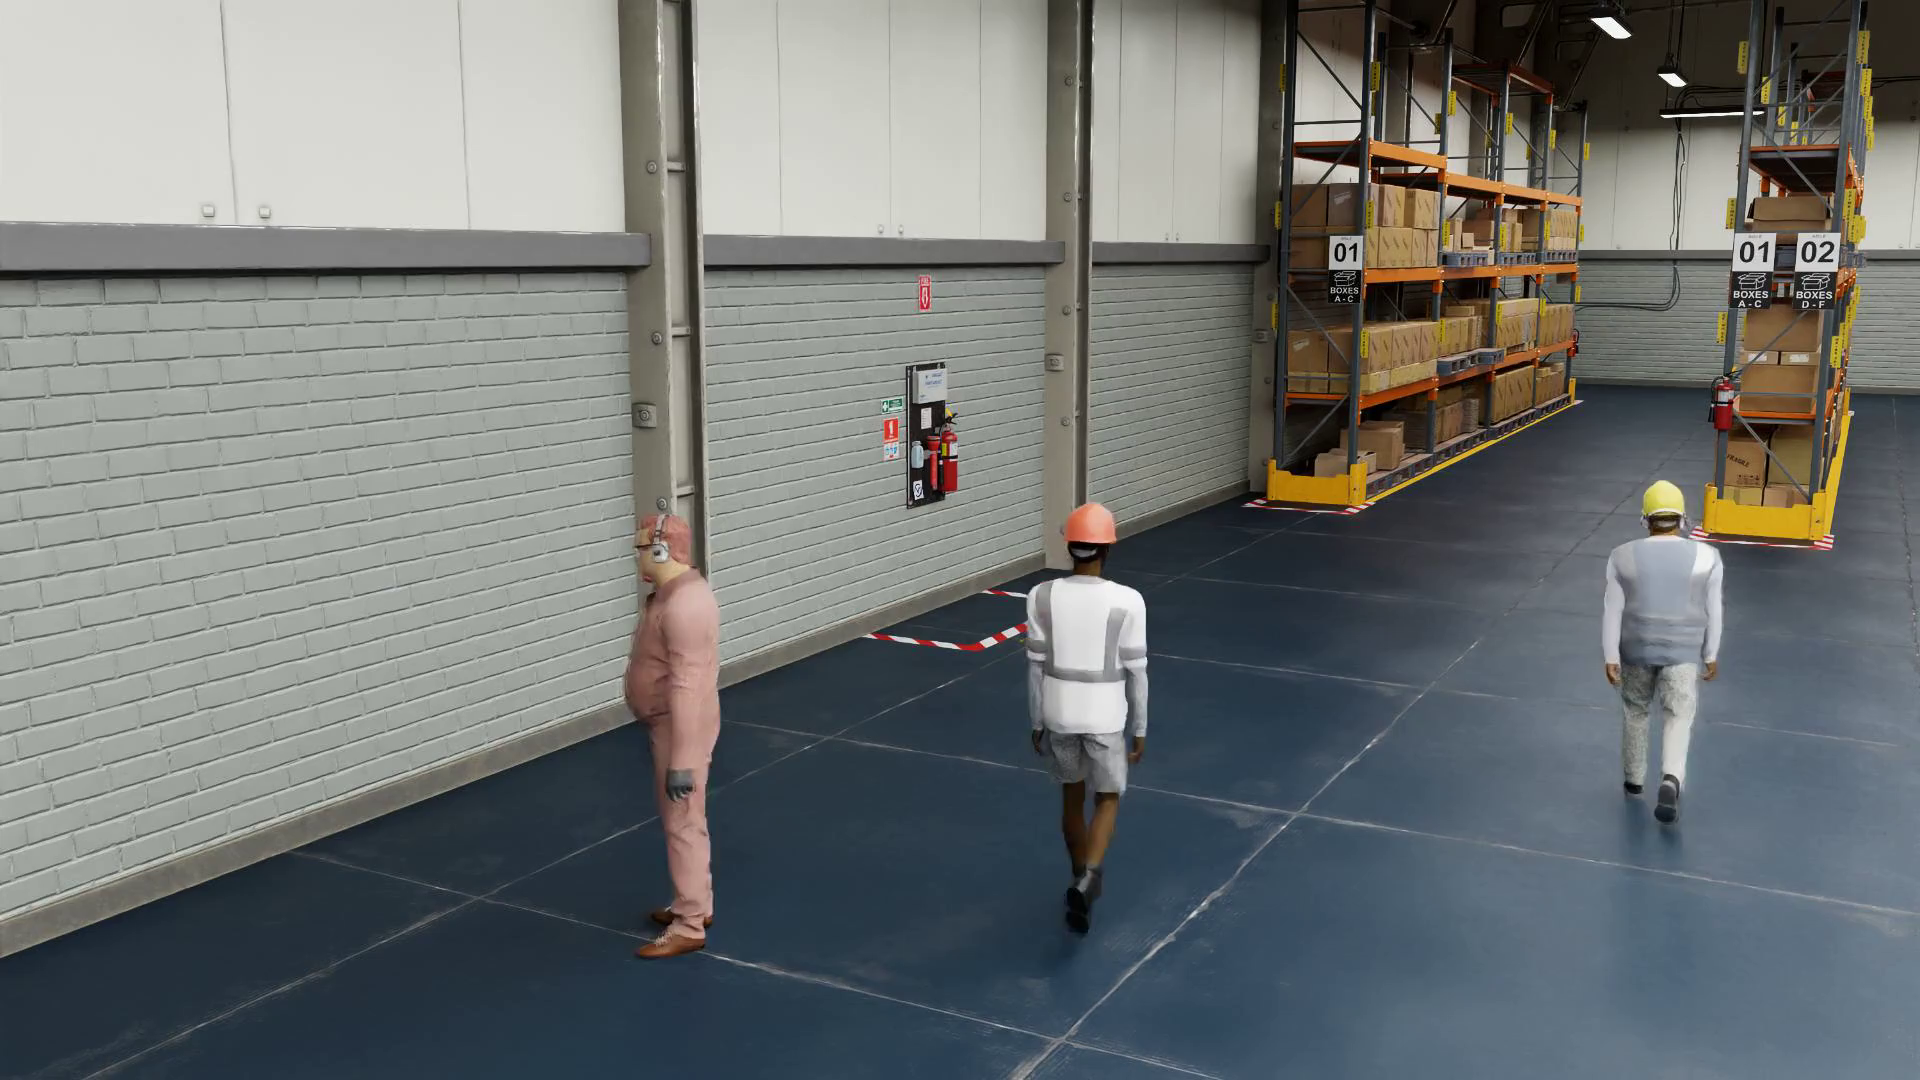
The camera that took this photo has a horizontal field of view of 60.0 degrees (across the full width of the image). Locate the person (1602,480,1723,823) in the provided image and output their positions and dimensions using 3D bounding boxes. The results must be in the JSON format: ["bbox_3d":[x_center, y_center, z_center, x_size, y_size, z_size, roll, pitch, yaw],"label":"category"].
[{"bbox_3d":[3.744,0.586,8.897,0.594,1.807,0.780,4,11,23],"label":"person"}]

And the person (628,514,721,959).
[{"bbox_3d":[-1.235,0.838,7.188,0.405,1.893,0.689,-2,10,-9],"label":"person"}]

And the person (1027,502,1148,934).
[{"bbox_3d":[0.547,0.795,7.387,0.550,1.913,0.761,3,10,16],"label":"person"}]
